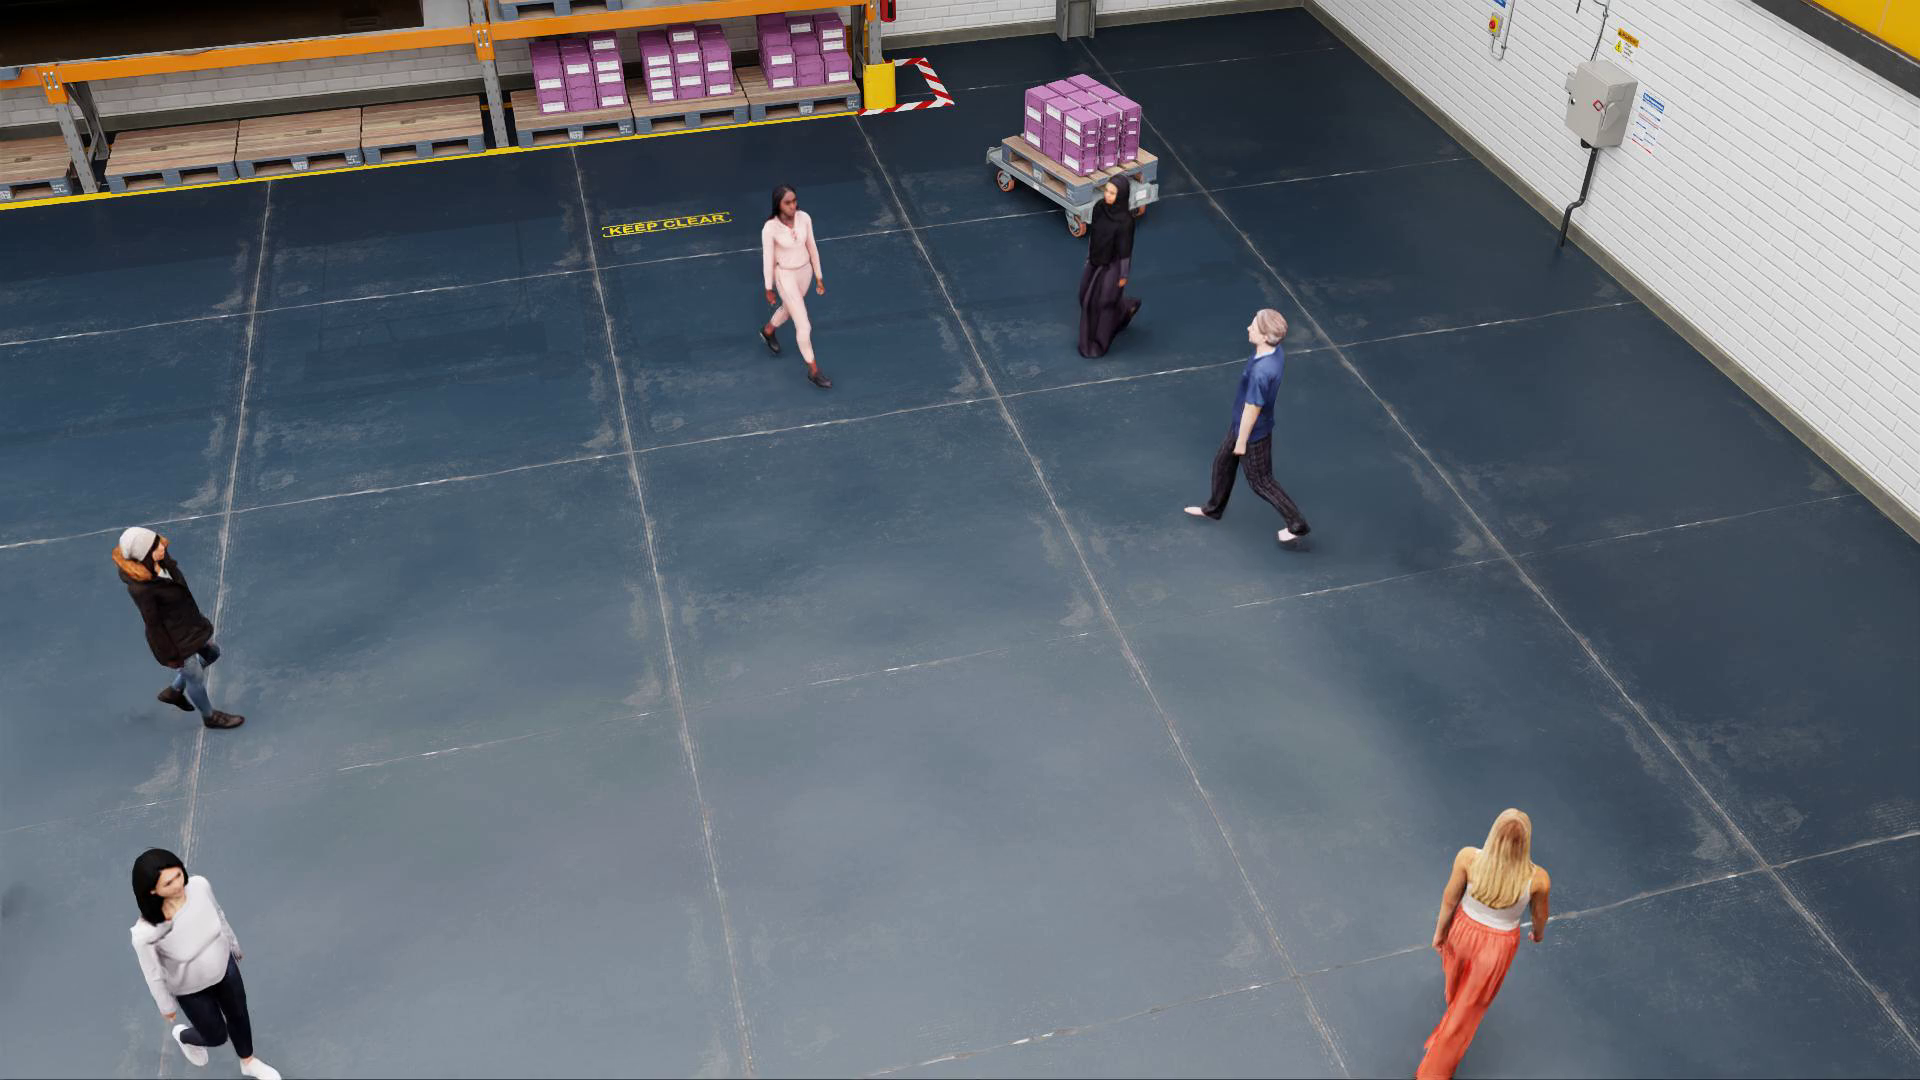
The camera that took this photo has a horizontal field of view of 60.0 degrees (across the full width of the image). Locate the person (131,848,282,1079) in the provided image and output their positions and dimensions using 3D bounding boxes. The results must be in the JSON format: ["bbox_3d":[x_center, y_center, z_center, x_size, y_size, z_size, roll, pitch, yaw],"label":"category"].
[{"bbox_3d":[-3.801,2.109,8.195,0.931,1.693,0.856,15,41,18],"label":"person"}]

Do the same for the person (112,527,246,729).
[{"bbox_3d":[-4.872,0.552,10.200,0.792,1.626,0.708,-2,39,-2],"label":"person"}]

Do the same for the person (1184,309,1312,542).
[{"bbox_3d":[2.145,-0.759,11.675,1.253,1.833,1.063,11,40,14],"label":"person"}]

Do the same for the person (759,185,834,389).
[{"bbox_3d":[-1.406,-2.110,13.488,1.207,1.681,1.076,-31,48,-33],"label":"person"}]

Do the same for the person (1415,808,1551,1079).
[{"bbox_3d":[2.533,2.067,8.191,1.100,1.764,1.213,24,45,27],"label":"person"}]

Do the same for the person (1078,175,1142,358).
[{"bbox_3d":[1.280,-2.306,13.801,1.001,1.597,0.785,-24,44,-27],"label":"person"}]
